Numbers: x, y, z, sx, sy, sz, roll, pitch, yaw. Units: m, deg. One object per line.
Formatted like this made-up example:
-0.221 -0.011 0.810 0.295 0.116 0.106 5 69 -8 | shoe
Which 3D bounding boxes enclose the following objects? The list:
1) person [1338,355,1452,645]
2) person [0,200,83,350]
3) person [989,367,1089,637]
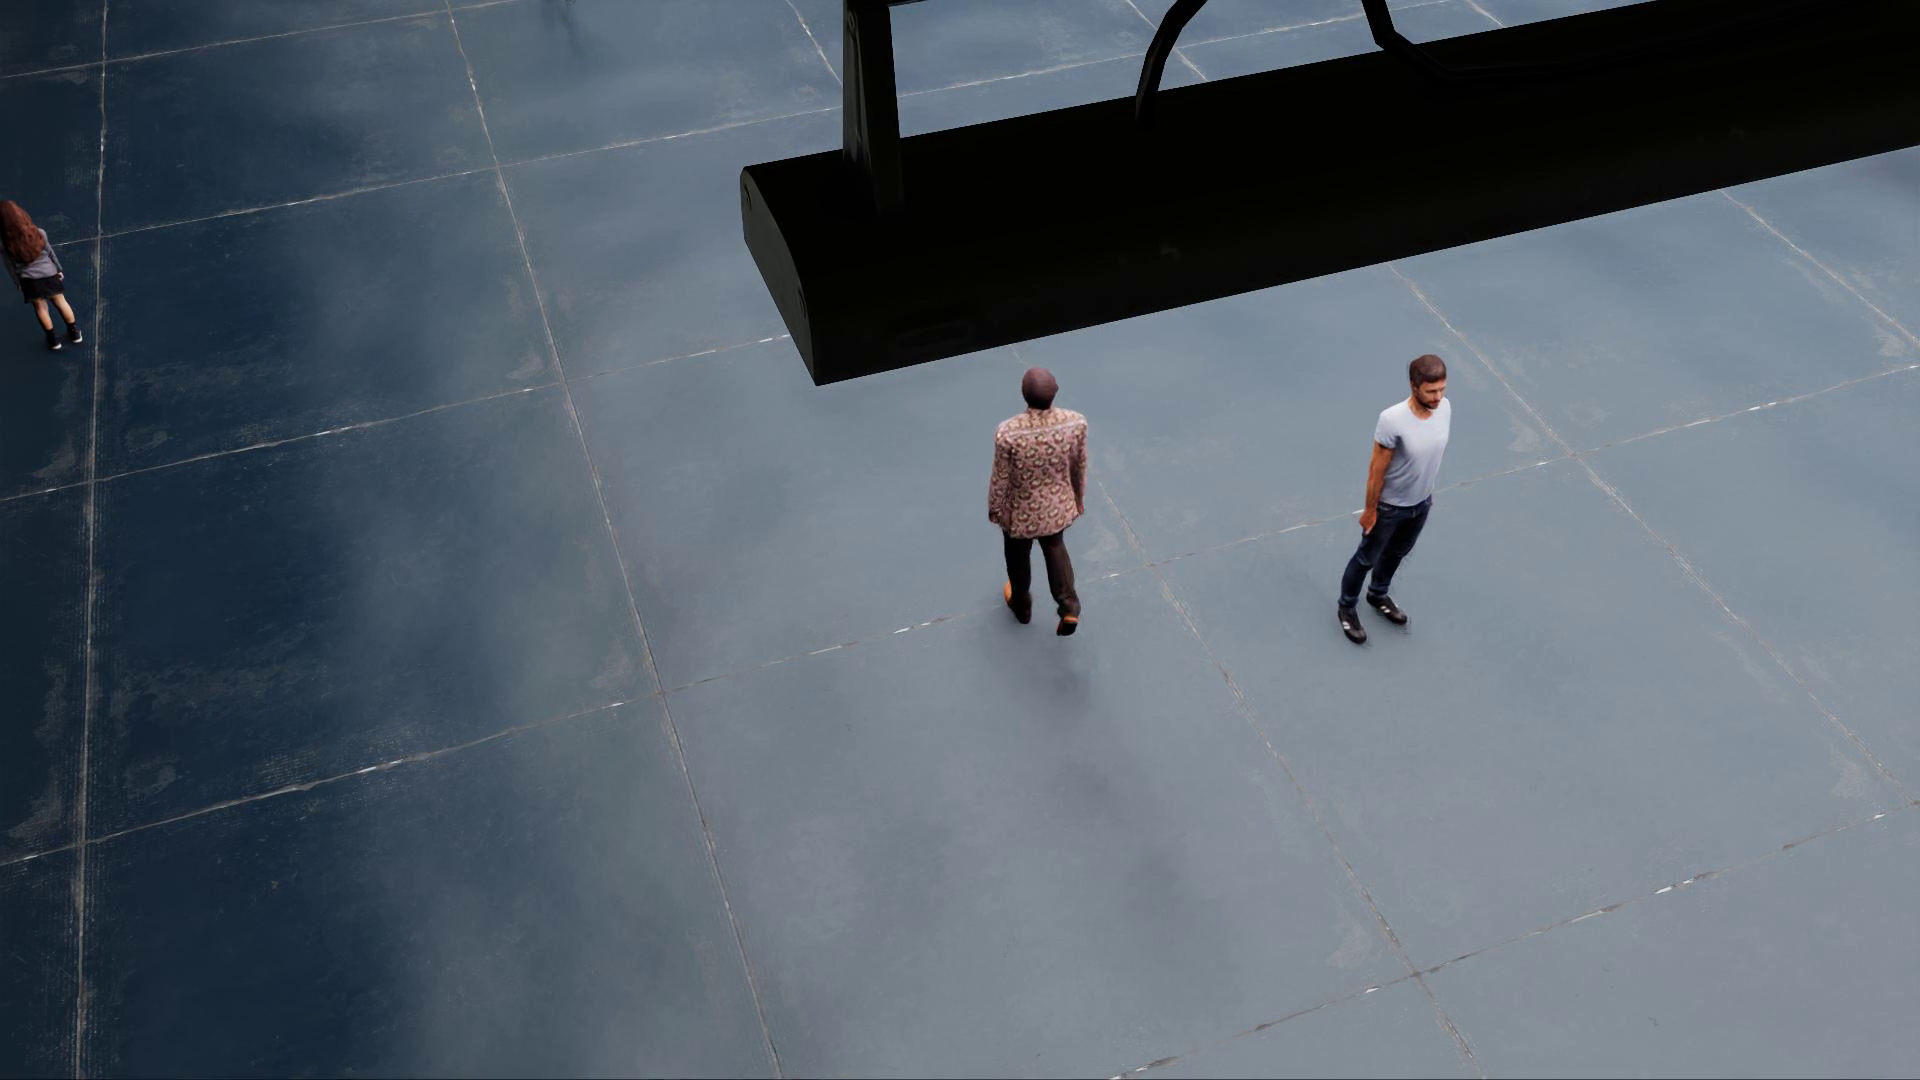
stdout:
2.380 -0.240 9.042 0.674 1.865 0.580 -21 47 -21 | person
-6.266 -1.807 11.276 0.512 1.107 0.515 -28 50 -27 | person
0.438 -0.138 8.987 0.691 1.790 0.871 -13 45 -13 | person
